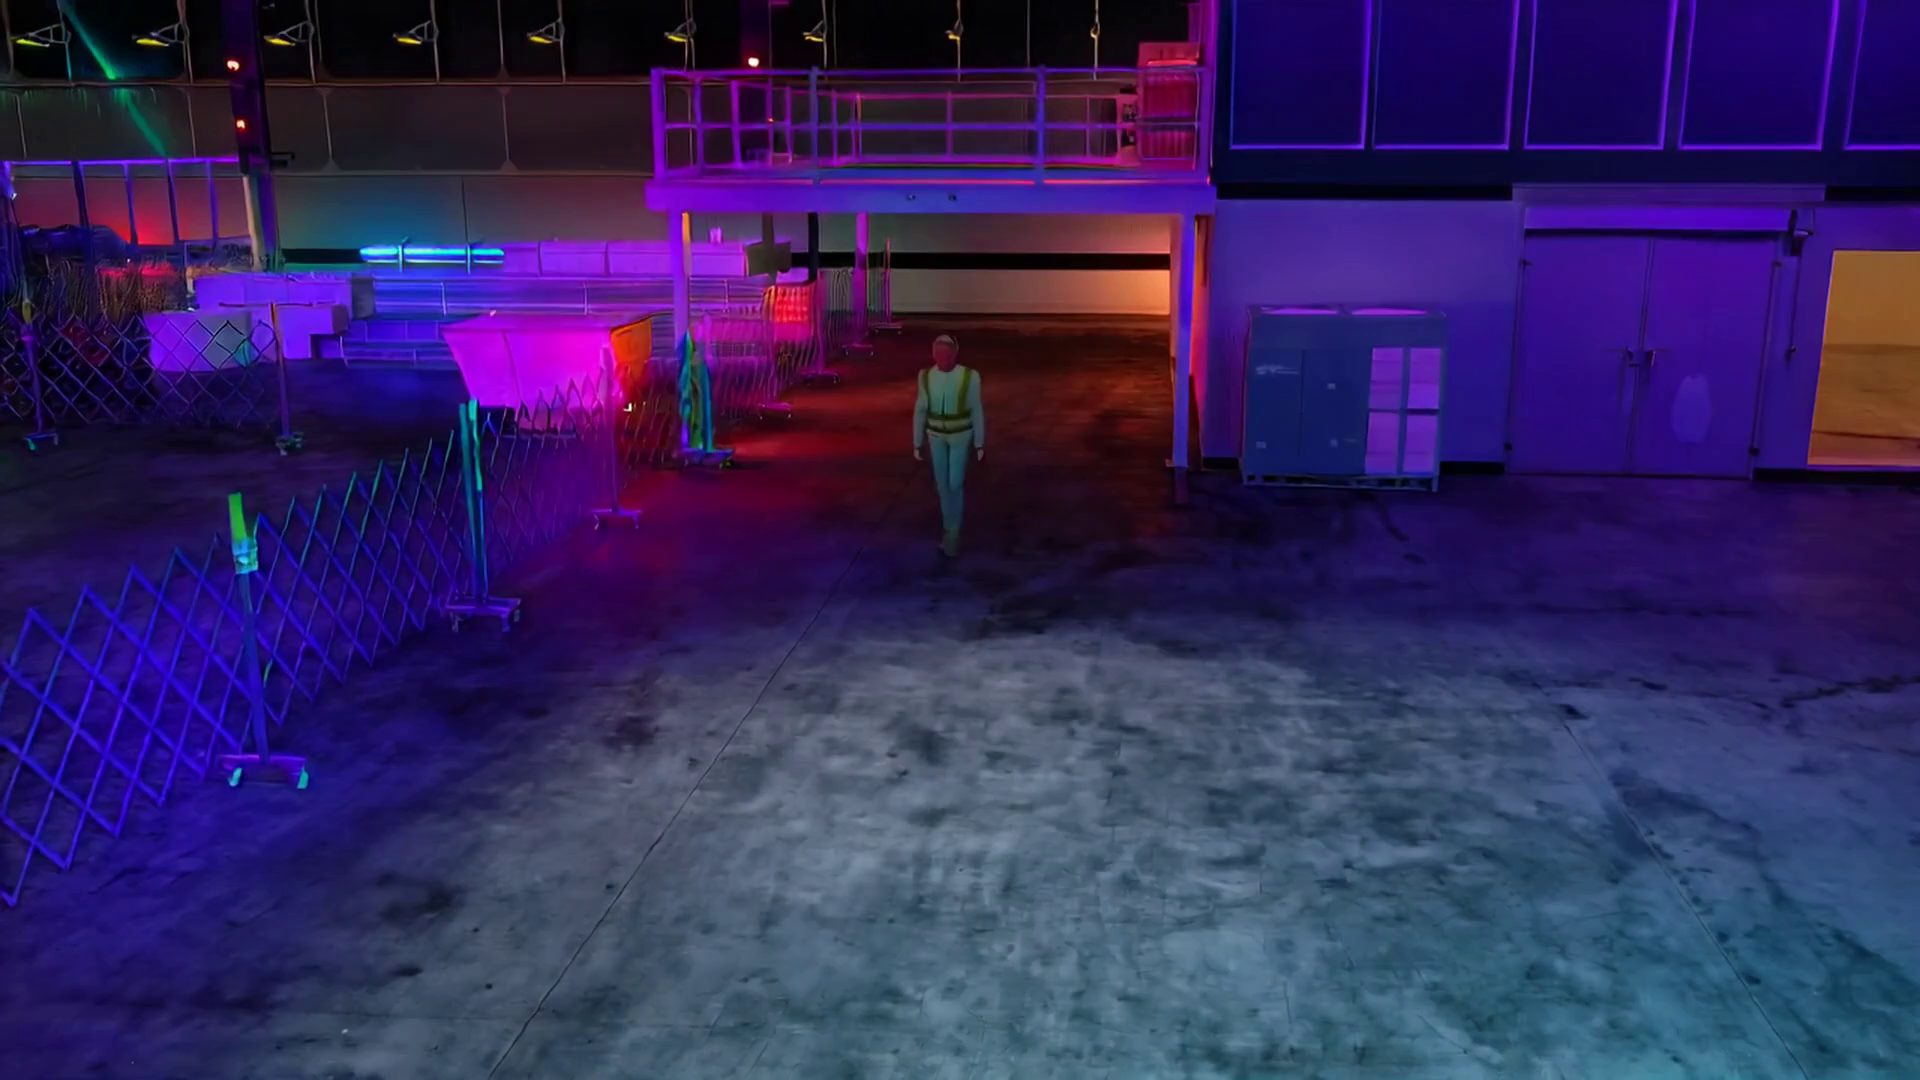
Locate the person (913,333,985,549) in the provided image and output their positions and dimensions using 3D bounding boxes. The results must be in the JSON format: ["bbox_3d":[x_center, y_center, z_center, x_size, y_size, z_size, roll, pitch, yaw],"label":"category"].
[{"bbox_3d":[-0.124,-0.843,14.344,0.616,1.863,0.634,5,15,19],"label":"person"}]
